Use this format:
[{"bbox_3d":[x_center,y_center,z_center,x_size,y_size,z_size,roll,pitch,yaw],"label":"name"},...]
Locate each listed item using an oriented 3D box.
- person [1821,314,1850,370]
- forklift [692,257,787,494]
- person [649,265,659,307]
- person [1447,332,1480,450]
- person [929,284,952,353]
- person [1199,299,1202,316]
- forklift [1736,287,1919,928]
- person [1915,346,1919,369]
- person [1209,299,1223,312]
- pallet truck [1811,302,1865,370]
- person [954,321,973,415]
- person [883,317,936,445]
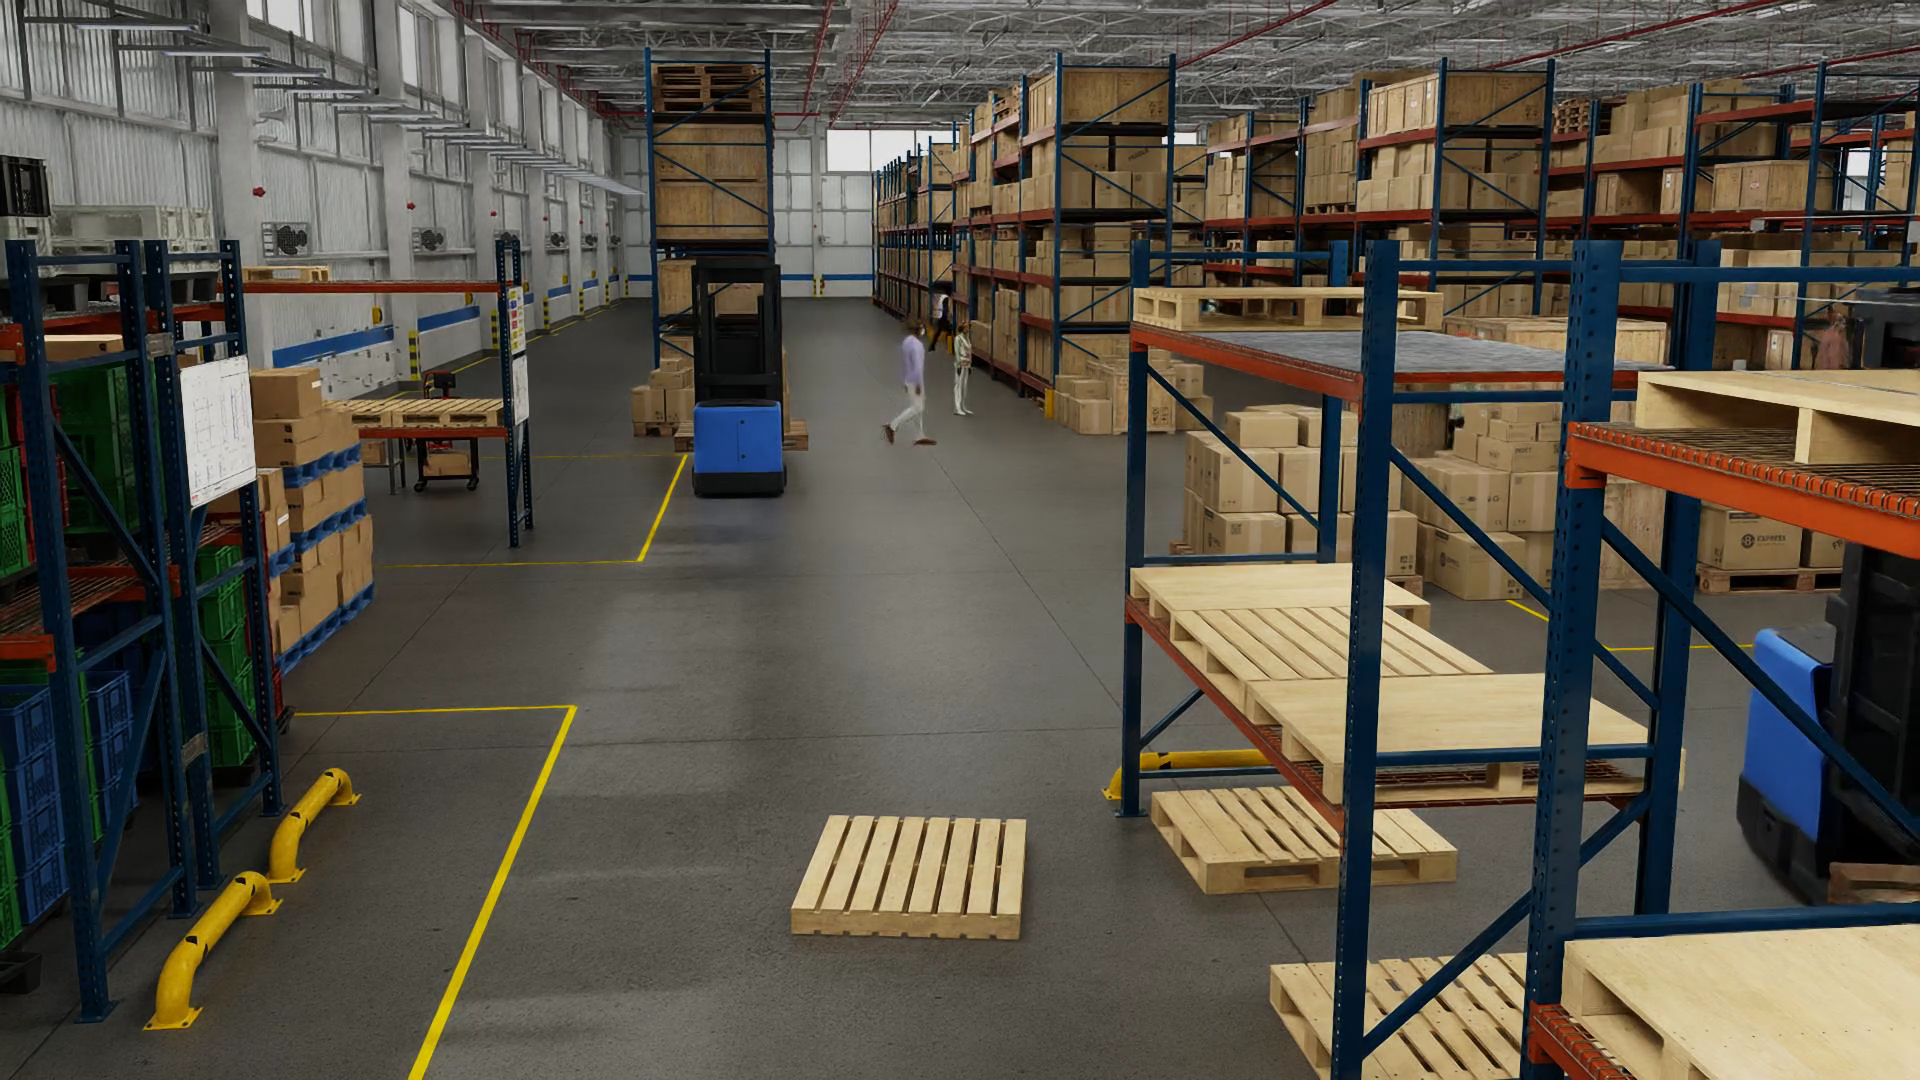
[{"bbox_3d":[13.956,-2.678,26.590,0.671,1.871,0.721,2,11,13],"label":"person"},{"bbox_3d":[-2.704,-2.042,20.250,1.129,2.768,1.873,-1,10,-6],"label":"forklift"},{"bbox_3d":[-14.000,-11.615,76.038,0.535,1.895,0.662,3,11,17],"label":"person"},{"bbox_3d":[6.036,-1.472,19.648,0.880,1.965,0.621,6,12,29],"label":"person"},{"bbox_3d":[-0.373,-5.918,44.587,0.978,1.844,0.659,-2,10,-10],"label":"person"},{"bbox_3d":[6.636,-6.001,45.676,0.610,1.617,0.506,0,10,-1],"label":"person"},{"bbox_3d":[4.412,0.273,7.419,1.129,2.768,1.873,1,10,6],"label":"forklift"},{"bbox_3d":[16.107,-2.936,27.746,0.423,1.953,0.620,3,11,15],"label":"person"},{"bbox_3d":[7.563,-6.704,49.007,0.432,1.831,0.578,-4,11,-20],"label":"person"},{"bbox_3d":[15.846,-3.142,28.793,1.885,1.965,0.823,2,10,12],"label":"pallet truck"},{"bbox_3d":[0.044,-2.998,28.986,0.309,1.640,0.512,4,11,21],"label":"person"},{"bbox_3d":[-0.747,-2.316,24.456,0.767,1.920,0.634,-3,11,-19],"label":"person"}]
